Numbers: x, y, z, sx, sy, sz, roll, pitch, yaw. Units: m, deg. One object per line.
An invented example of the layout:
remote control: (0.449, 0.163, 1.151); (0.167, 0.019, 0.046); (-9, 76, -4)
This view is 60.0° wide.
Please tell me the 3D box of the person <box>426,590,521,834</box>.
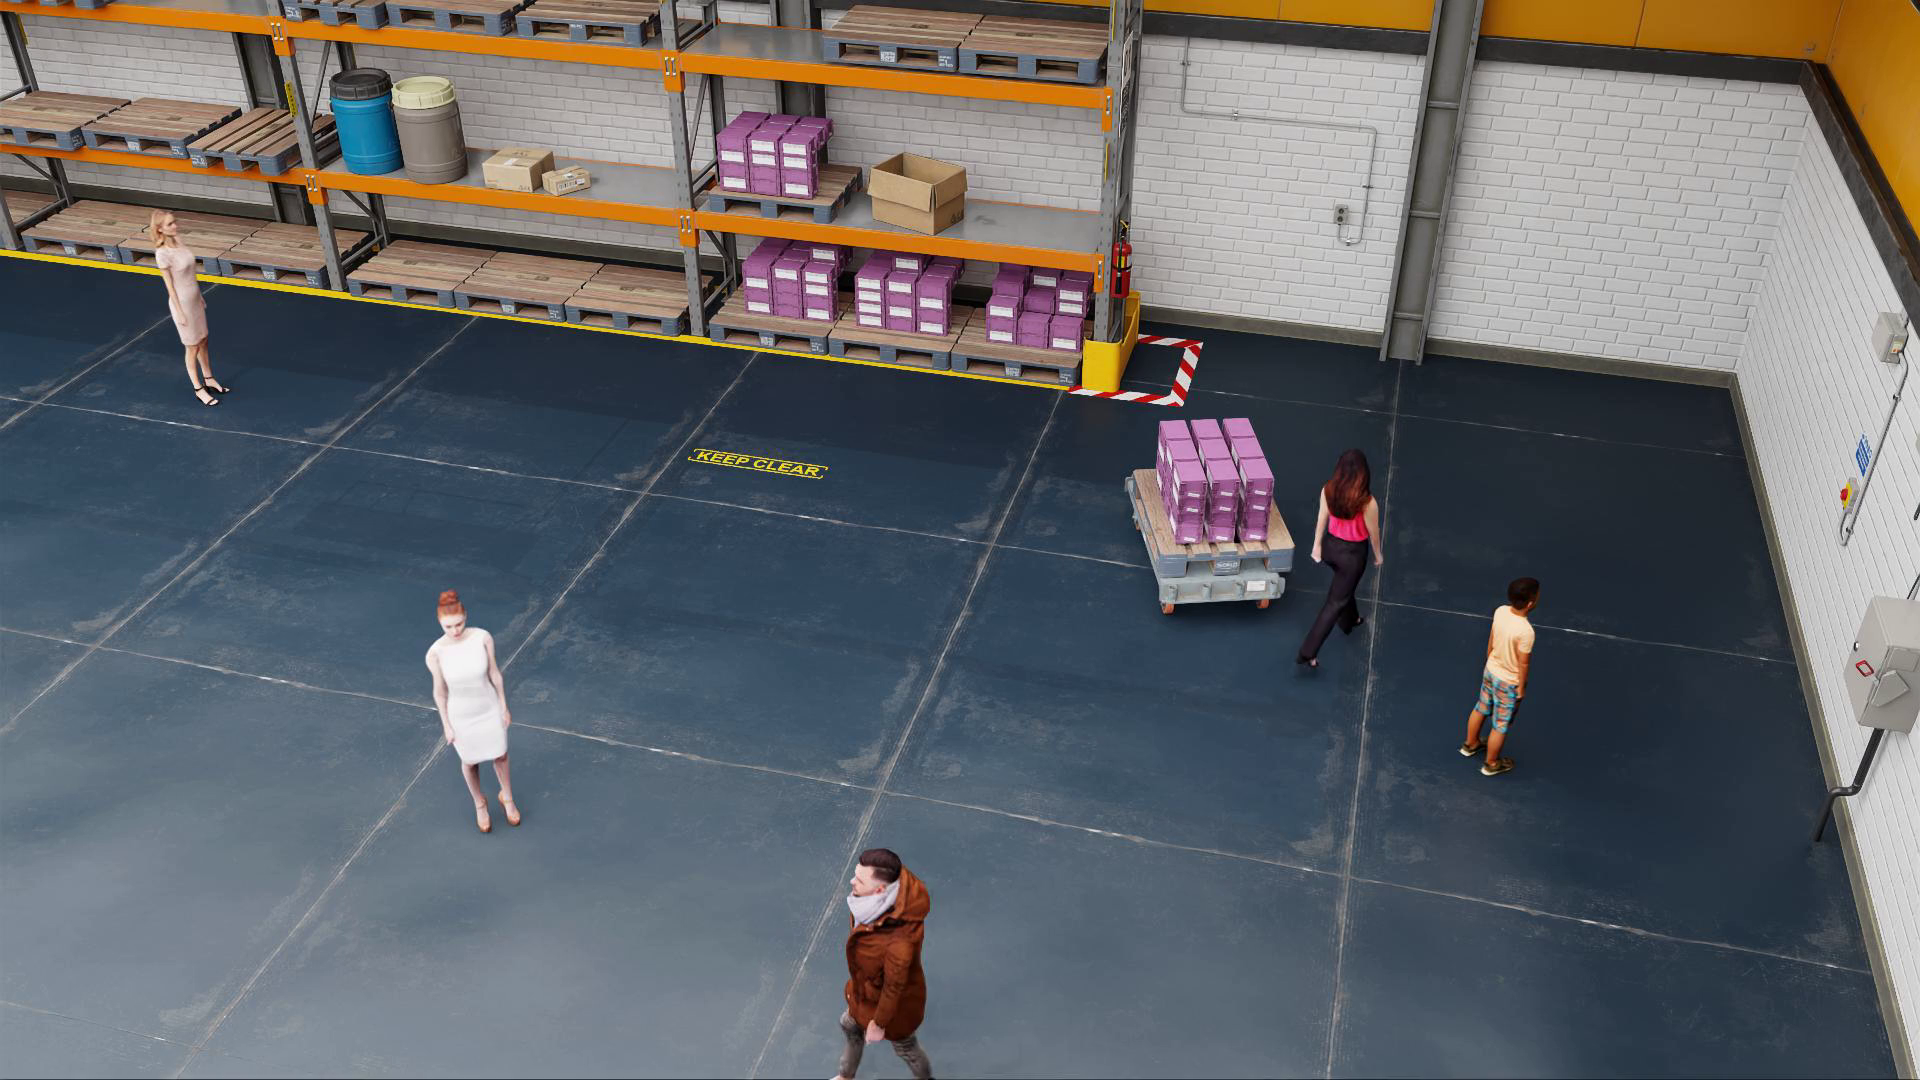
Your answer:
person: (-2.950, 1.046, 10.121); (0.607, 1.798, 0.668); (-18, 37, -24)

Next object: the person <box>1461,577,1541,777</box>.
person: (3.499, 0.869, 10.694); (0.630, 1.458, 0.590); (-12, 35, -17)

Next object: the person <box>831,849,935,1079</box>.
person: (-0.274, 2.231, 8.326); (1.078, 1.811, 0.986); (-12, 36, -18)

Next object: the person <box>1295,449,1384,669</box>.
person: (2.633, 0.165, 11.612); (1.076, 1.615, 1.122); (-24, 41, -32)

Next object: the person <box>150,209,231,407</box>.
person: (-6.885, -2.078, 14.792); (0.546, 1.831, 0.602); (3, 34, 5)
